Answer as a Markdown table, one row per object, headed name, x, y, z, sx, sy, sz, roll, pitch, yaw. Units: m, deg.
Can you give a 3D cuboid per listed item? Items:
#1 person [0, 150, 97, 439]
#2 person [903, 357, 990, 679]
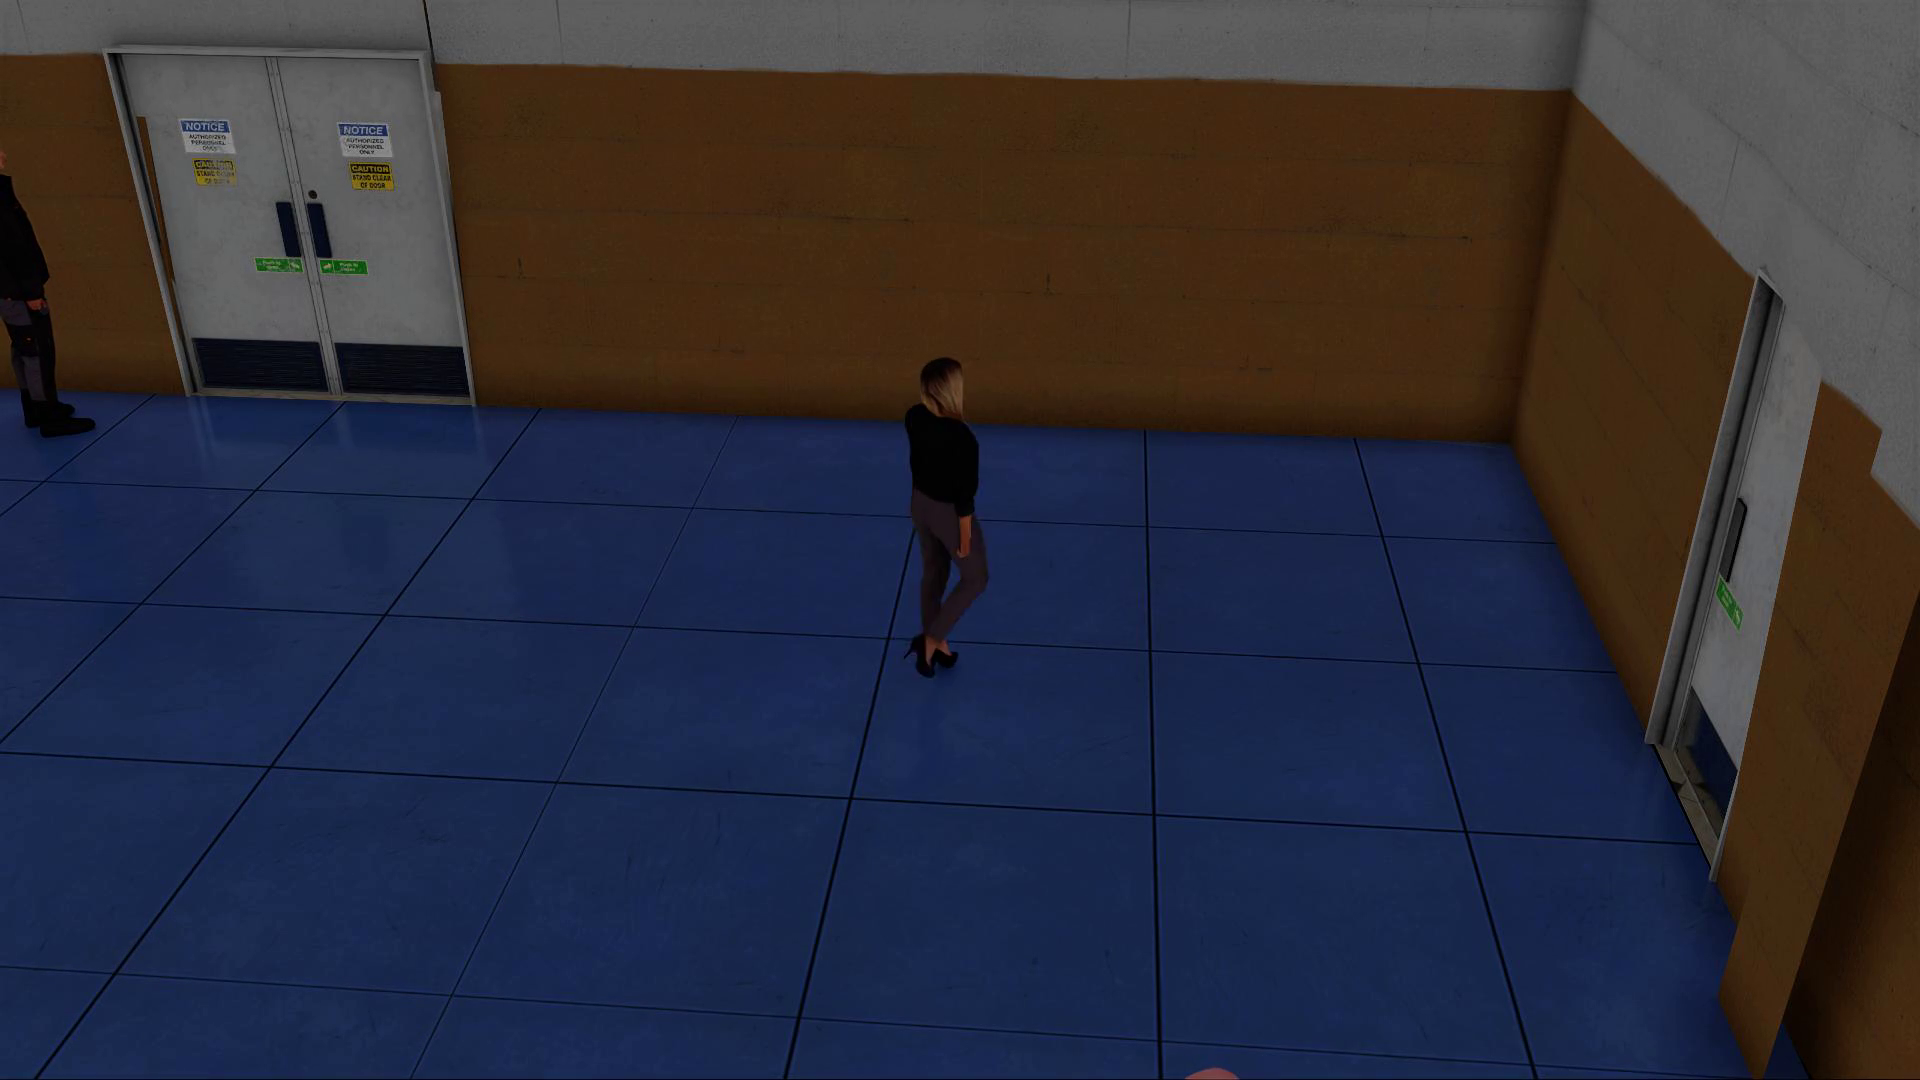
| name | x | y | z | sx | sy | sz | roll | pitch | yaw |
| --- | --- | --- | --- | --- | --- | --- | --- | --- | --- |
| person | -5.865 | -1.591 | 10.315 | 0.828 | 1.946 | 0.787 | -25 | 37 | -38 |
| person | -0.138 | -0.048 | 7.788 | 0.778 | 1.661 | 0.842 | 25 | 37 | 37 |
